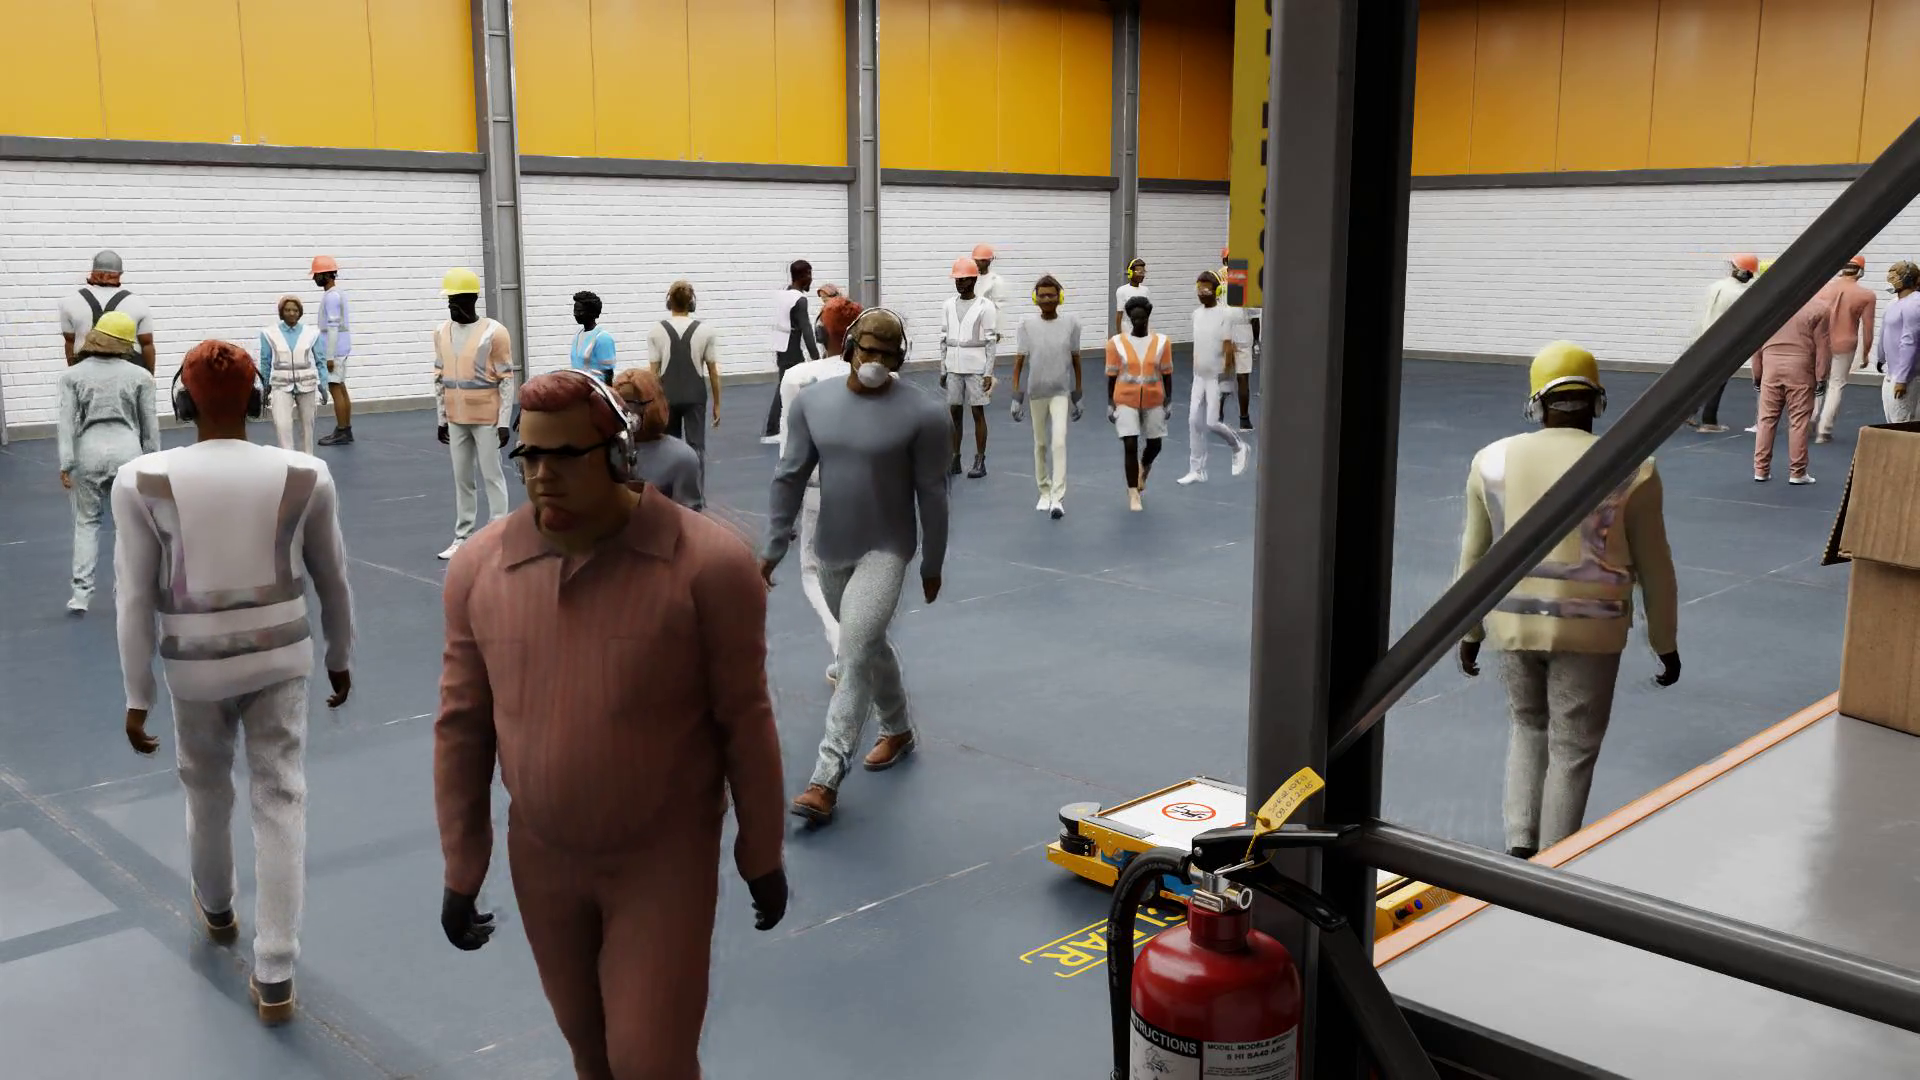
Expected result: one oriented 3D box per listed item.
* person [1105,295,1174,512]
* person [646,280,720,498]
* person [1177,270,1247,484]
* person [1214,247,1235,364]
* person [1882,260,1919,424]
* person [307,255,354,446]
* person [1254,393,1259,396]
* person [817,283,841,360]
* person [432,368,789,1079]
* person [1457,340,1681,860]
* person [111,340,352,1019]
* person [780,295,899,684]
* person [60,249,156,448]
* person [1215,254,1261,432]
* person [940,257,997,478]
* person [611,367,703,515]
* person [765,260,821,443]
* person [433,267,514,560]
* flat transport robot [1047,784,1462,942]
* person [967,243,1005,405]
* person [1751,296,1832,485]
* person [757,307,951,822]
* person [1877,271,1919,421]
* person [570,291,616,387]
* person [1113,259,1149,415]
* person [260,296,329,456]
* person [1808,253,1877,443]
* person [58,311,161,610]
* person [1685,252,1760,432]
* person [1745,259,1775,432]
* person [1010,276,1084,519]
[{"bbox_3d":[1.395,-1.082,13.051,0.540,1.679,0.651,-1,10,-3],"label":"person"},{"bbox_3d":[-2.026,-0.992,12.206,0.525,1.817,0.845,-2,11,-8],"label":"person"},{"bbox_3d":[2.188,-1.396,14.306,0.608,1.841,0.531,-8,13,-39],"label":"person"},{"bbox_3d":[4.423,-3.870,27.516,0.552,1.942,0.342,0,10,-2],"label":"person"},{"bbox_3d":[7.894,-1.372,13.952,0.380,1.932,0.623,3,11,17],"label":"person"},{"bbox_3d":[-6.411,-1.934,16.975,0.368,1.934,0.551,-3,11,-13],"label":"person"},{"bbox_3d":[4.300,-2.802,22.027,0.717,1.825,0.571,-3,11,-13],"label":"person"},{"bbox_3d":[-1.291,-2.002,18.186,0.512,1.614,0.557,-10,15,-44],"label":"person"},{"bbox_3d":[-0.693,0.616,3.209,0.663,1.883,0.623,2,11,13],"label":"person"},{"bbox_3d":[1.926,0.280,5.273,0.648,1.802,0.471,9,14,40],"label":"person"},{"bbox_3d":[-2.058,0.351,4.764,0.609,1.837,0.954,-5,12,-26],"label":"person"},{"bbox_3d":[-0.517,-0.176,7.589,0.591,1.865,0.656,-4,11,-22],"label":"person"},{"bbox_3d":[-7.123,-1.440,13.996,0.696,2.000,0.602,-3,11,-17],"label":"person"},{"bbox_3d":[2.969,-2.150,18.072,0.603,1.966,0.368,4,11,19],"label":"person"},{"bbox_3d":[0.053,-1.513,14.677,0.542,1.939,0.359,6,12,28],"label":"person"},{"bbox_3d":[-1.248,0.126,6.564,0.546,1.620,0.345,3,11,18],"label":"person"},{"bbox_3d":[-1.590,-1.923,17.076,0.942,1.869,0.618,-3,11,-16],"label":"person"},{"bbox_3d":[-3.190,-0.812,10.880,0.589,1.927,0.387,4,11,22],"label":"person"},{"bbox_3d":[1.022,1.042,5.290,0.652,0.197,1.431,-10,14,-44],"label":"flat transport robot"},{"bbox_3d":[0.302,-2.705,20.925,0.645,2.029,0.513,10,14,44],"label":"person"},{"bbox_3d":[7.136,-1.427,14.293,0.407,1.908,0.641,-10,14,-44],"label":"person"},{"bbox_3d":[-0.365,0.061,6.293,0.646,1.872,1.061,5,11,25],"label":"person"},{"bbox_3d":[9.576,-1.806,16.727,0.633,1.796,0.962,6,12,30],"label":"person"},{"bbox_3d":[-2.928,-1.136,13.274,0.318,1.695,0.539,-9,14,-40],"label":"person"},{"bbox_3d":[2.030,-2.355,19.521,0.507,1.853,0.328,-8,13,-39],"label":"person"},{"bbox_3d":[-5.662,-1.262,14.174,0.537,1.611,0.701,-4,11,-23],"label":"person"},{"bbox_3d":[9.035,-1.970,17.106,0.655,1.963,0.483,10,14,44],"label":"person"},{"bbox_3d":[-4.812,-0.440,9.457,0.504,1.703,0.465,-4,11,-23],"label":"person"},{"bbox_3d":[8.223,-2.106,17.892,0.555,1.947,0.670,-1,10,-4],"label":"person"},{"bbox_3d":[8.772,-2.041,17.744,0.666,1.884,0.760,-3,11,-15],"label":"person"},{"bbox_3d":[0.657,-1.078,12.622,0.539,1.818,0.960,1,10,8],"label":"person"}]
